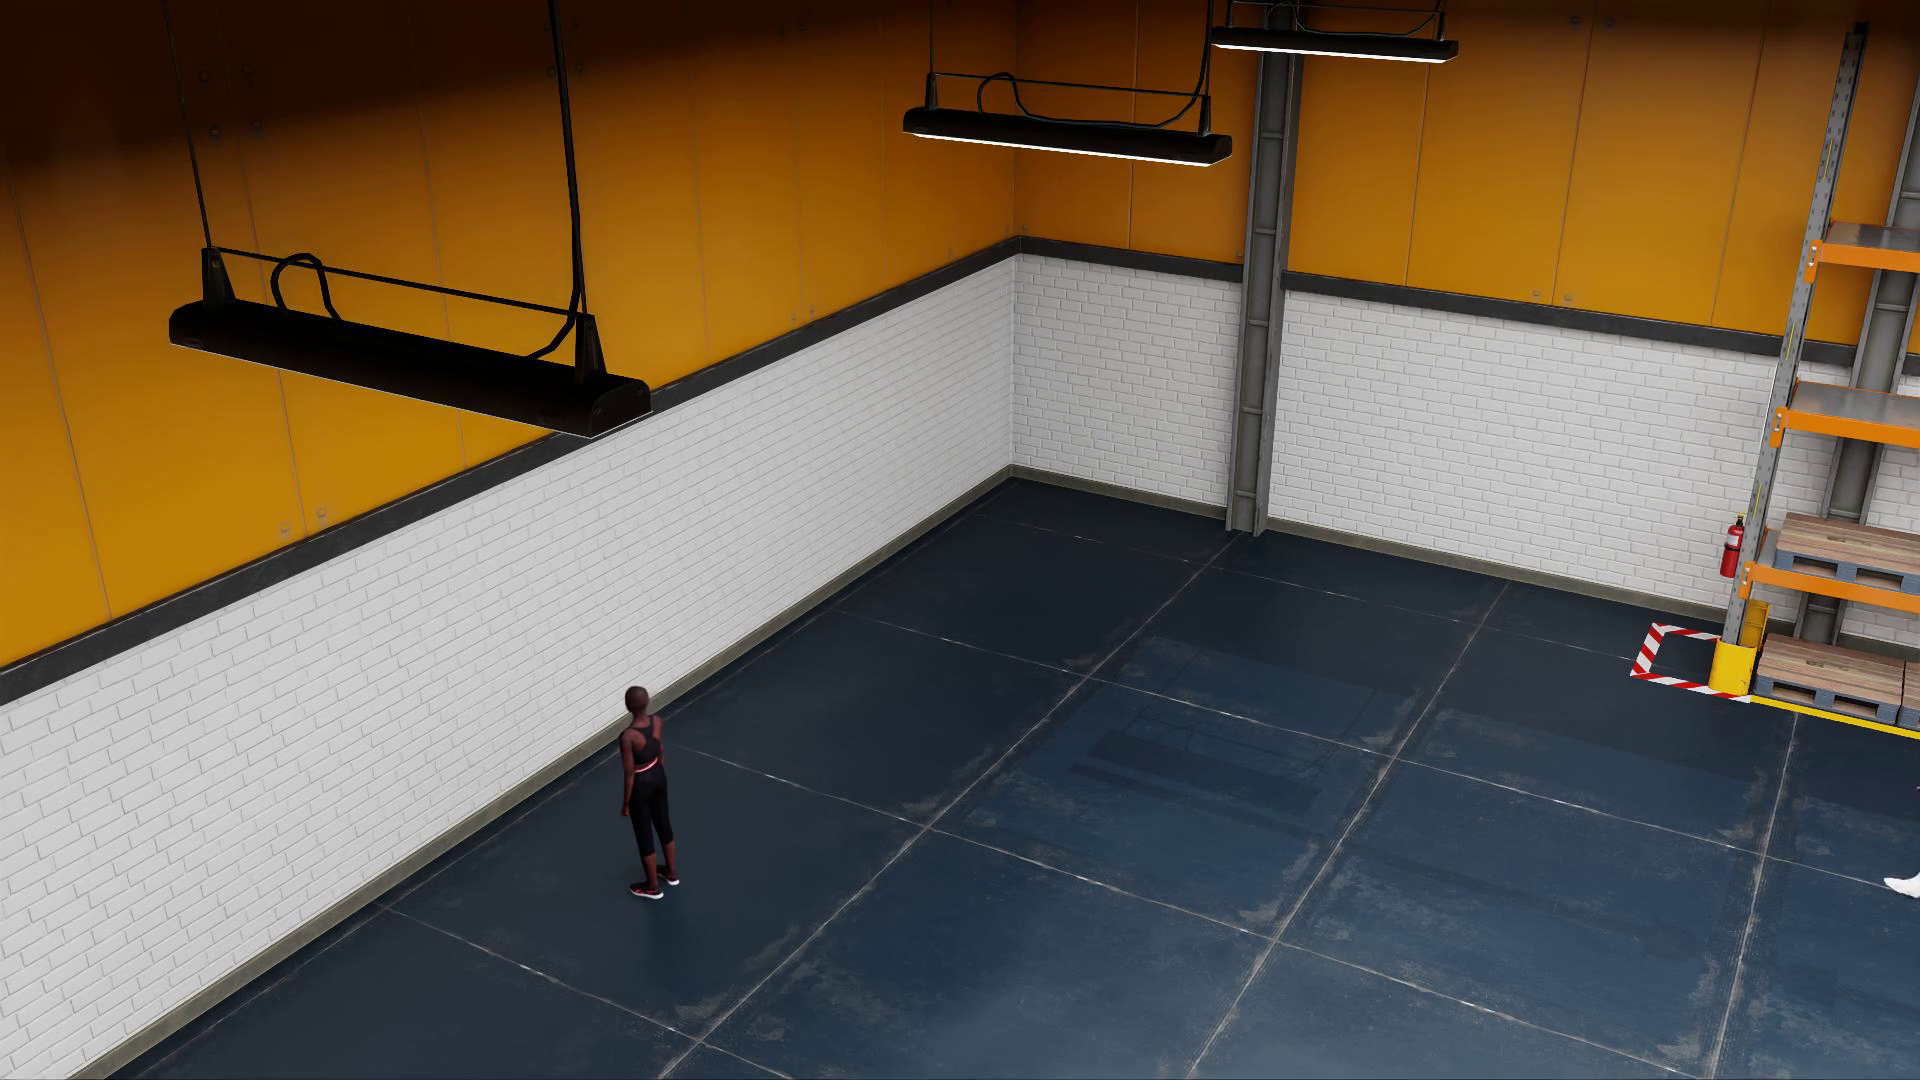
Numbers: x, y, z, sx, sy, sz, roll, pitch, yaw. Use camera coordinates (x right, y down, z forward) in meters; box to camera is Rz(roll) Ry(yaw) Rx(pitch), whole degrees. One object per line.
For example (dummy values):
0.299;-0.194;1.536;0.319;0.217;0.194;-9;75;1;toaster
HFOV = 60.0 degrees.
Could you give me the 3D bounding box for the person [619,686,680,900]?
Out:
-2.360;1.884;12.547;0.539;1.760;0.602;15;28;31;person
